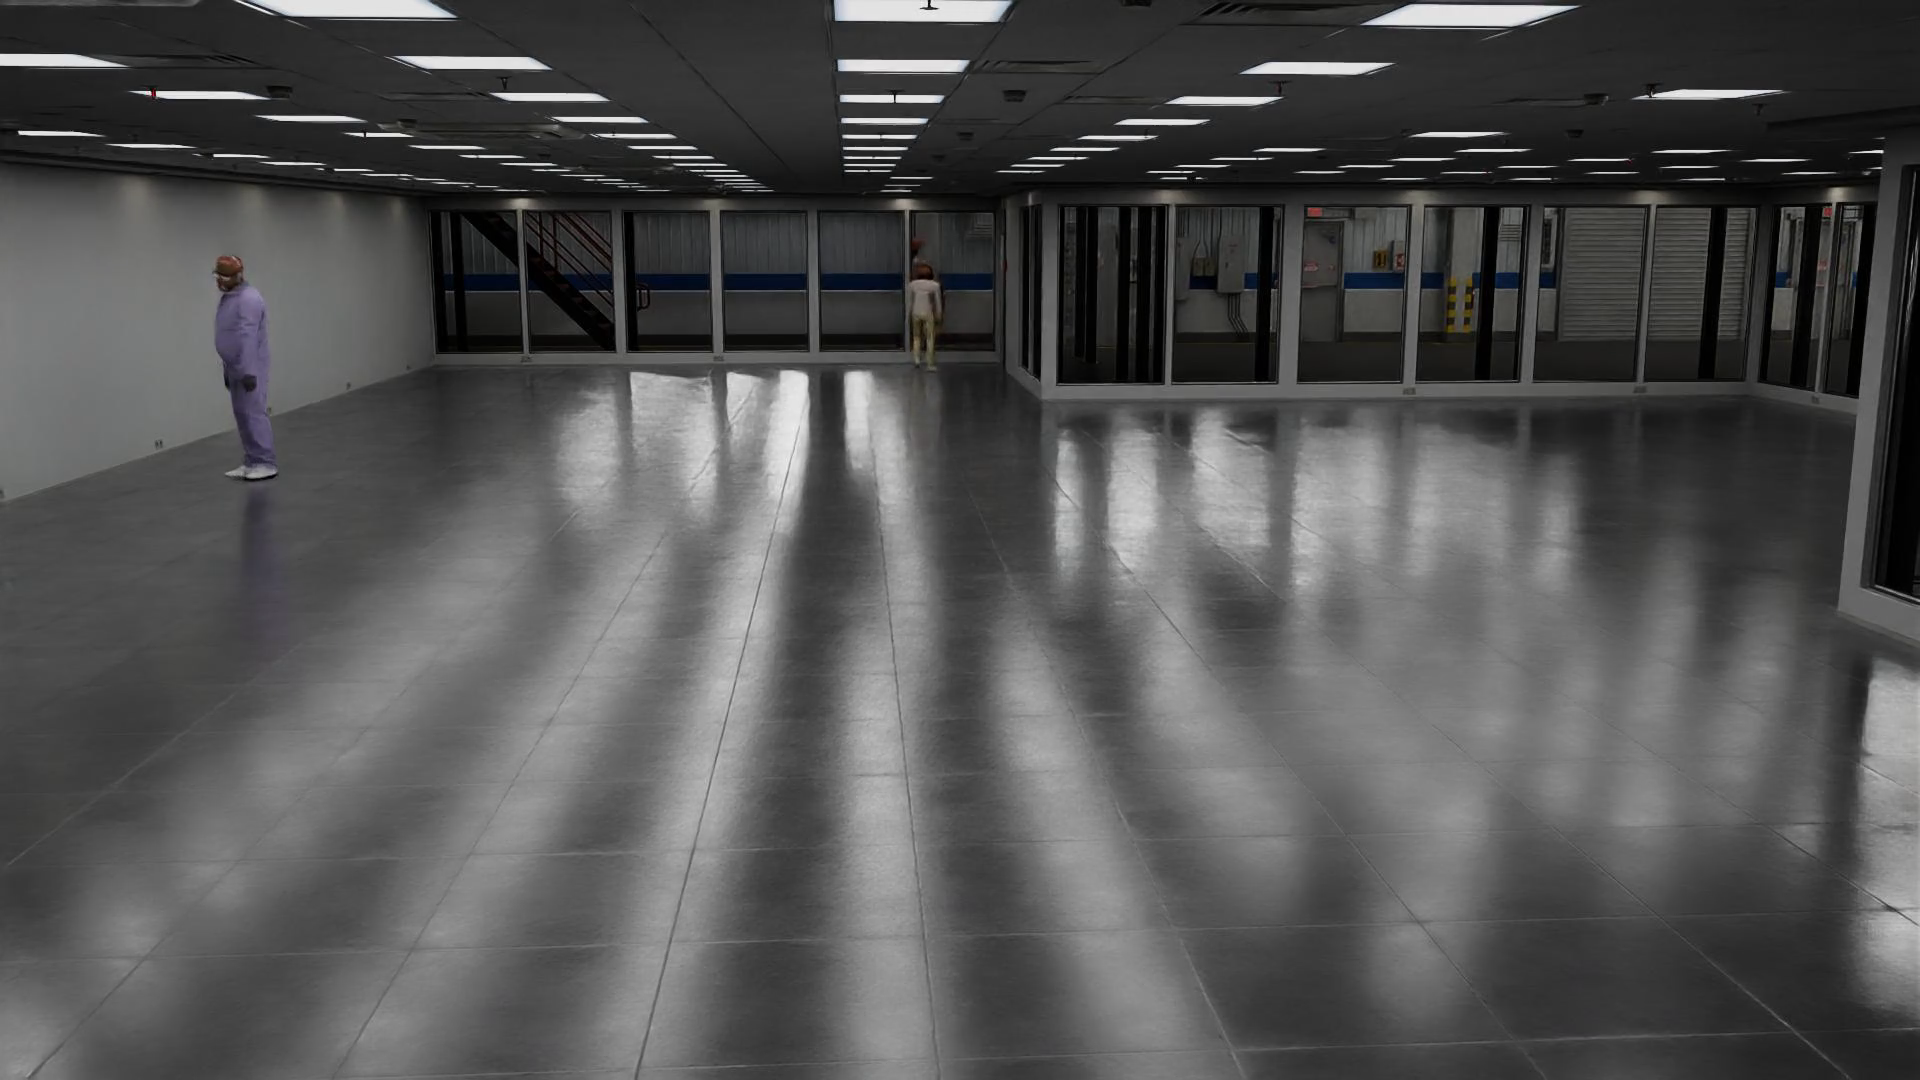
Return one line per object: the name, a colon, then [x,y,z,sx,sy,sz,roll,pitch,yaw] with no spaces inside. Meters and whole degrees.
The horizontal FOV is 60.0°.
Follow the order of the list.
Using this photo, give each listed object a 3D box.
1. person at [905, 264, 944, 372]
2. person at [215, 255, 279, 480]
person: [-0.537,-3.342,25.016,0.590,1.600,0.536,2,11,13]
person: [-6.059,-1.453,14.055,0.399,1.901,0.721,-10,15,-44]
